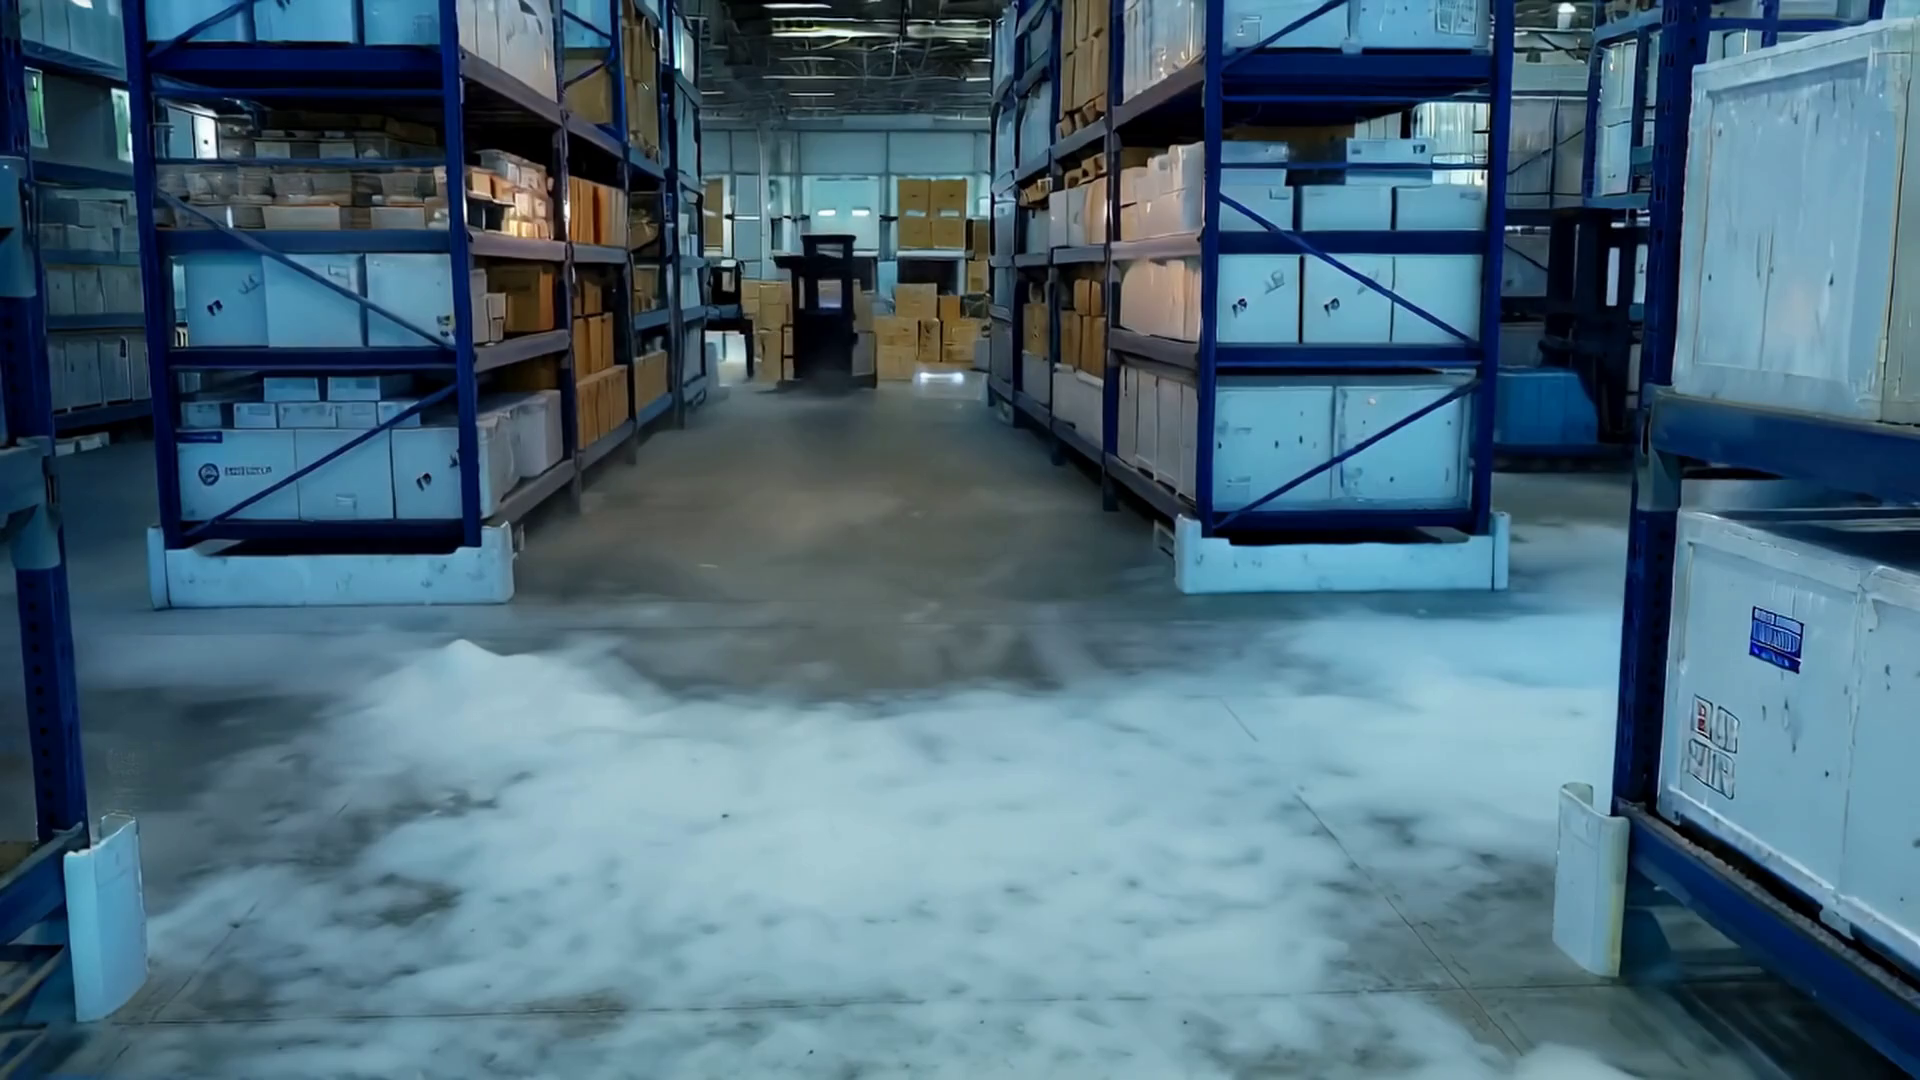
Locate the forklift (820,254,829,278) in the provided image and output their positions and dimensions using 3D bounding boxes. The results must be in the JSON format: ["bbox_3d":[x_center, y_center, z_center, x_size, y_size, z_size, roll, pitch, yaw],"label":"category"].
[{"bbox_3d":[-4.808,-8.280,56.322,1.873,2.768,1.129,-8,12,-41],"label":"forklift"}]

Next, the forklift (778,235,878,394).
[{"bbox_3d":[-2.342,-4.079,29.944,1.129,2.768,1.873,4,10,24],"label":"forklift"}]

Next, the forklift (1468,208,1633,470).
[{"bbox_3d":[6.676,-2.202,18.160,1.873,2.768,1.129,-1,9,-4],"label":"forklift"}]

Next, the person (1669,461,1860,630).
[{"bbox_3d":[2.762,0.259,5.912,1.030,1.848,0.652,-1,9,-5],"label":"person"}]

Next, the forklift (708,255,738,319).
[{"bbox_3d":[-8.312,-8.585,58.236,1.129,2.768,1.873,-1,9,-4],"label":"forklift"}]

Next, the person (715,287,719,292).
[{"bbox_3d":[-9.110,-8.607,62.083,0.533,1.697,0.318,1,9,7],"label":"person"}]

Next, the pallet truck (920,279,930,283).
[{"bbox_3d":[-0.932,-8.922,63.114,1.885,1.965,0.823,2,9,13],"label":"pallet truck"}]
